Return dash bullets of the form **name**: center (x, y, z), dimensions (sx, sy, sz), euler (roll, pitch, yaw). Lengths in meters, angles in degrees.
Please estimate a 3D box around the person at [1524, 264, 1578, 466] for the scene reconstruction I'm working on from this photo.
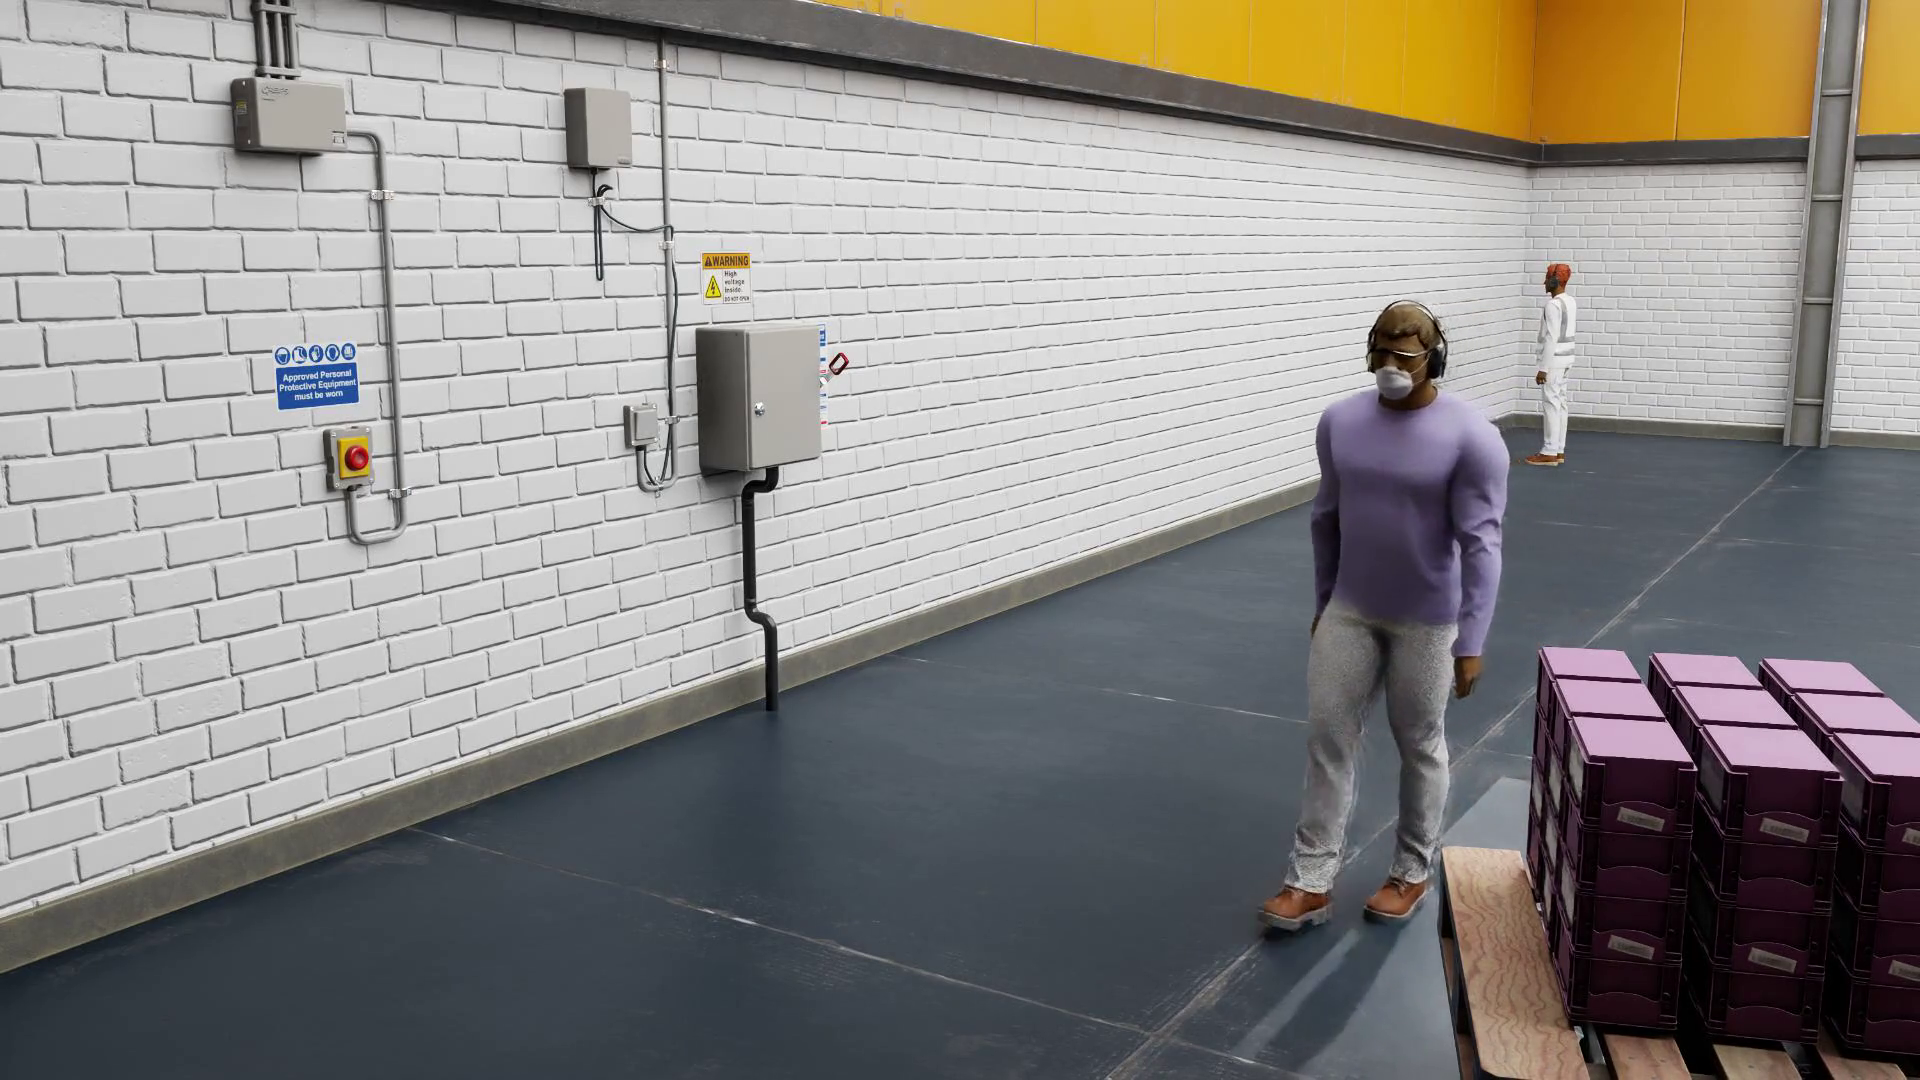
- **person**: center (5.558, -1.638, 15.584), dimensions (0.355, 1.883, 0.574), euler (7, 13, 35)

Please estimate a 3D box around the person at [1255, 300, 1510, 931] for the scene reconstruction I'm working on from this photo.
- **person**: center (1.237, 0.262, 4.937), dimensions (0.660, 1.919, 0.757), euler (9, 14, 42)
